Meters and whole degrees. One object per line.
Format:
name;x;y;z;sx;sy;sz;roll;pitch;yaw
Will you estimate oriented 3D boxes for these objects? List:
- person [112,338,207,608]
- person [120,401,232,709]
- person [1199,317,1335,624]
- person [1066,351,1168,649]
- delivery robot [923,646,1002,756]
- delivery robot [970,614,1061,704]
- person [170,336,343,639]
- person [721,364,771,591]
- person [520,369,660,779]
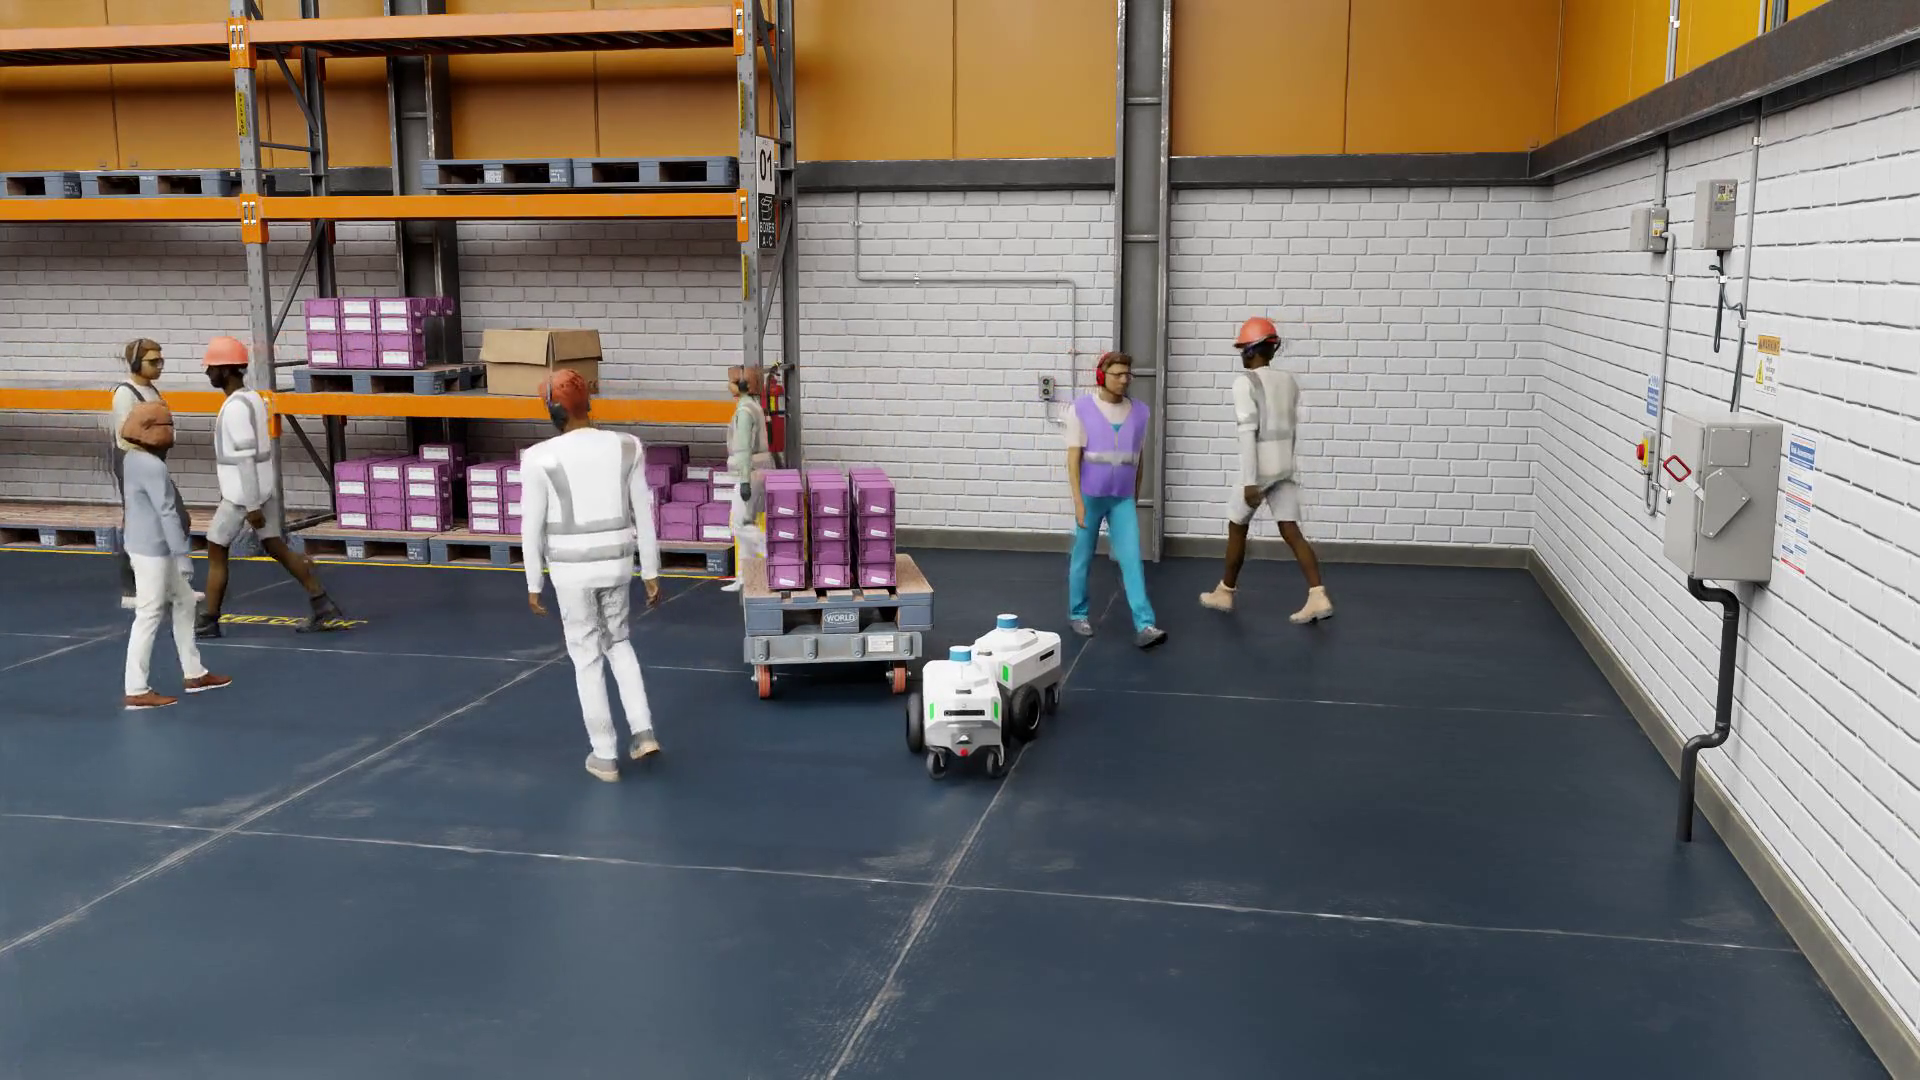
person;-5.384;-0.428;11.123;0.659;1.822;0.533;1;9;5
person;-4.137;0.070;8.777;0.684;1.608;0.518;-7;12;-36
person;2.028;-0.453;10.823;0.625;1.989;1.069;-7;12;-36
person;0.918;-0.239;10.087;0.574;1.794;0.976;-3;10;-19
delivery robot;0.003;0.734;7.671;0.477;0.478;0.707;0;9;-3
delivery robot;0.237;0.618;8.367;0.477;0.478;0.707;5;11;26
person;-4.382;-0.319;10.302;0.996;1.900;0.540;-1;10;-8
person;-1.428;-0.418;11.672;0.486;1.631;0.515;0;9;1
person;-1.668;0.161;7.484;0.608;1.859;0.408;-6;11;-33
